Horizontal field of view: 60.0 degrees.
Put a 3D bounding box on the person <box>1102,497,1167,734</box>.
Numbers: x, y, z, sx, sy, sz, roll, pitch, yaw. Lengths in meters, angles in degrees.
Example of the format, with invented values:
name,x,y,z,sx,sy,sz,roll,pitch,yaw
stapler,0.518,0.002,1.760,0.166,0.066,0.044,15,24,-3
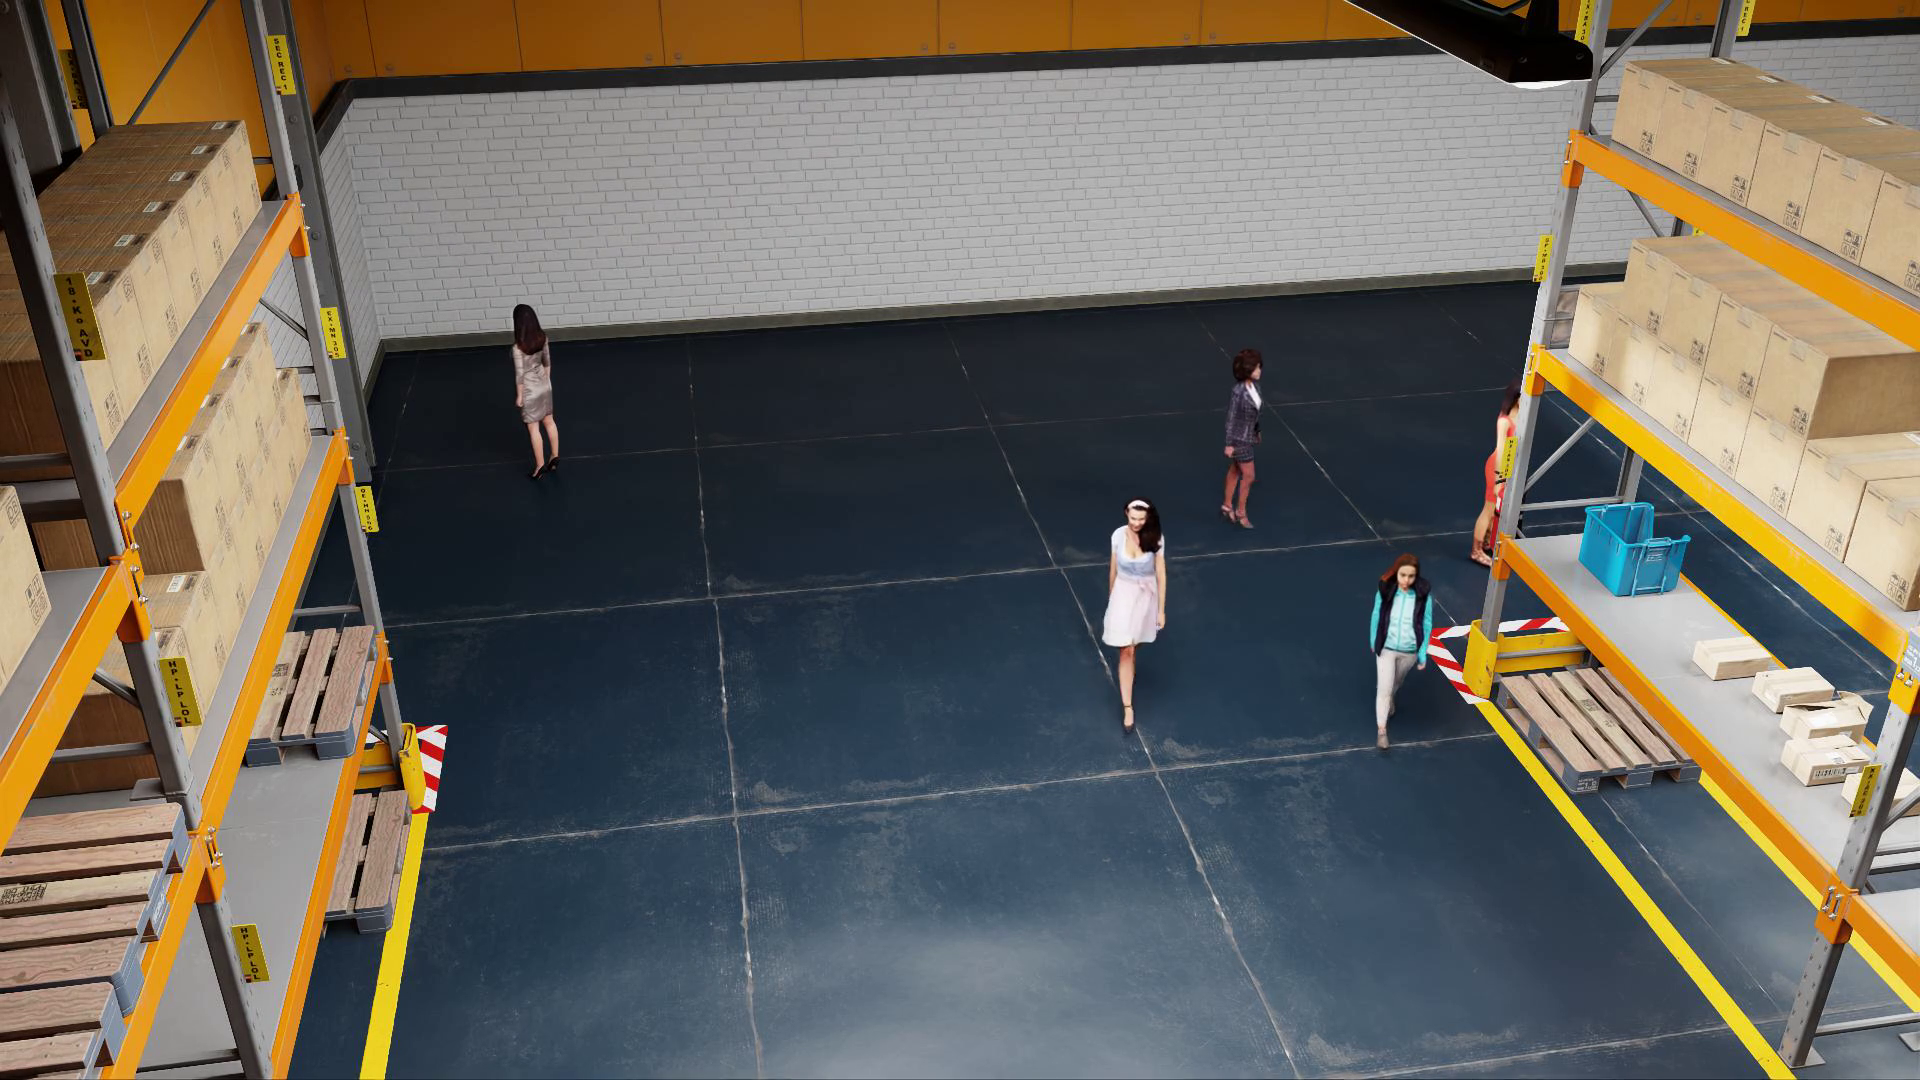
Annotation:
name,x,y,z,sx,sy,sz,roll,pitch,yaw
person,1.309,0.448,12.314,0.860,1.754,1.267,4,29,6

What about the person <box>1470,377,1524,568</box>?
name,x,y,z,sx,sy,sz,roll,pitch,yaw
person,4.655,-0.594,14.264,0.683,1.716,0.650,24,37,37

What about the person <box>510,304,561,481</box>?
name,x,y,z,sx,sy,sz,roll,pitch,yaw
person,-4.016,-1.401,15.712,0.719,1.747,0.641,16,32,26

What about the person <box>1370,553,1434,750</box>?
name,x,y,z,sx,sy,sz,roll,pitch,yaw
person,3.196,0.738,12.092,0.800,1.457,1.066,5,29,10

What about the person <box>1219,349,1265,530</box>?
name,x,y,z,sx,sy,sz,roll,pitch,yaw
person,2.440,-0.914,14.880,0.817,1.687,0.744,16,32,26
